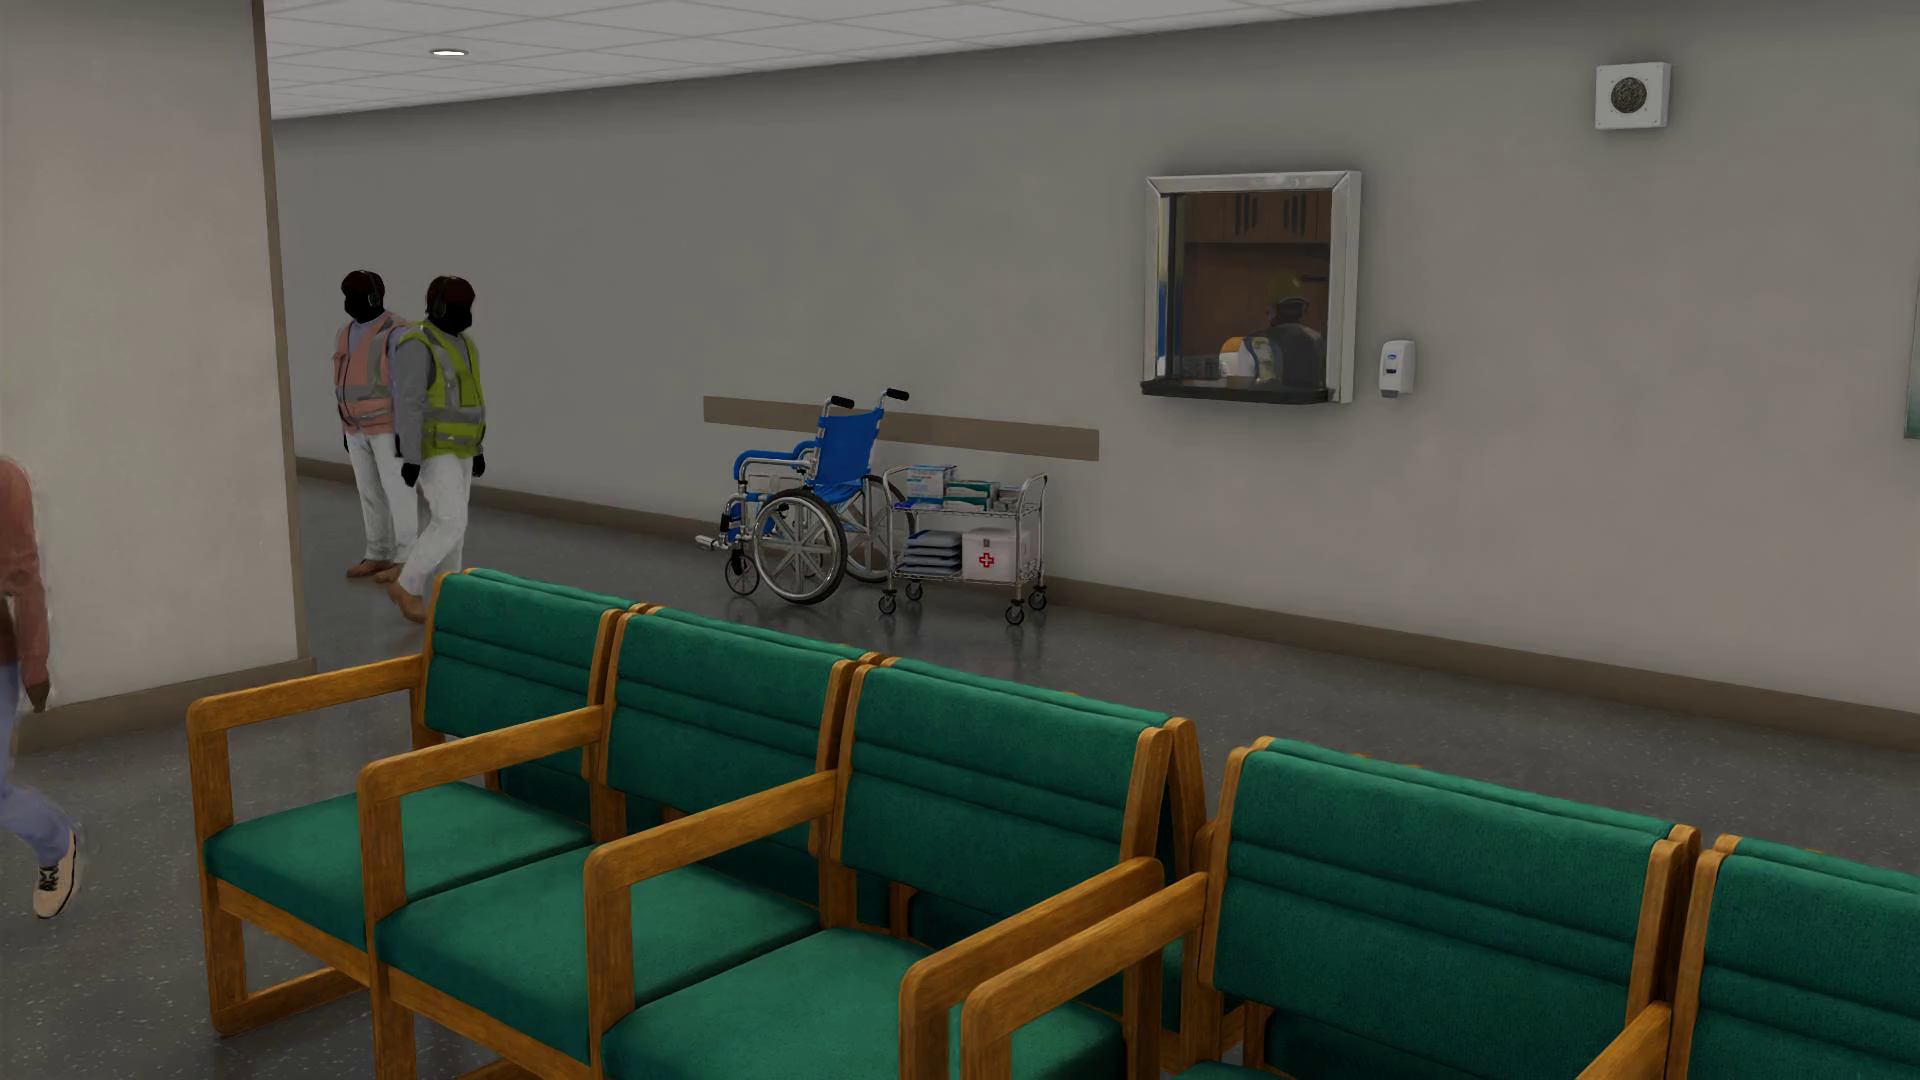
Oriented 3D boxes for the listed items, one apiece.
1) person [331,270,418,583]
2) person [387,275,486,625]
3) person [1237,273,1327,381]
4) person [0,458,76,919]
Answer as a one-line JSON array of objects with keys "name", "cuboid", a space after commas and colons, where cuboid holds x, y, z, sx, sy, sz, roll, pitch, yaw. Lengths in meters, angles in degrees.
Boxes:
[{"name": "person", "cuboid": [-3.447, -0.663, 9.802, 0.619, 1.836, 0.431, 6, 12, 32]}, {"name": "person", "cuboid": [-2.687, -0.462, 8.670, 0.434, 1.820, 0.648, 1, 10, 6]}, {"name": "person", "cuboid": [1.803, -0.568, 9.275, 0.594, 1.824, 0.404, -2, 10, -10]}, {"name": "person", "cuboid": [-2.694, 0.314, 4.469, 0.557, 1.746, 0.521, 1, 10, 5]}]
